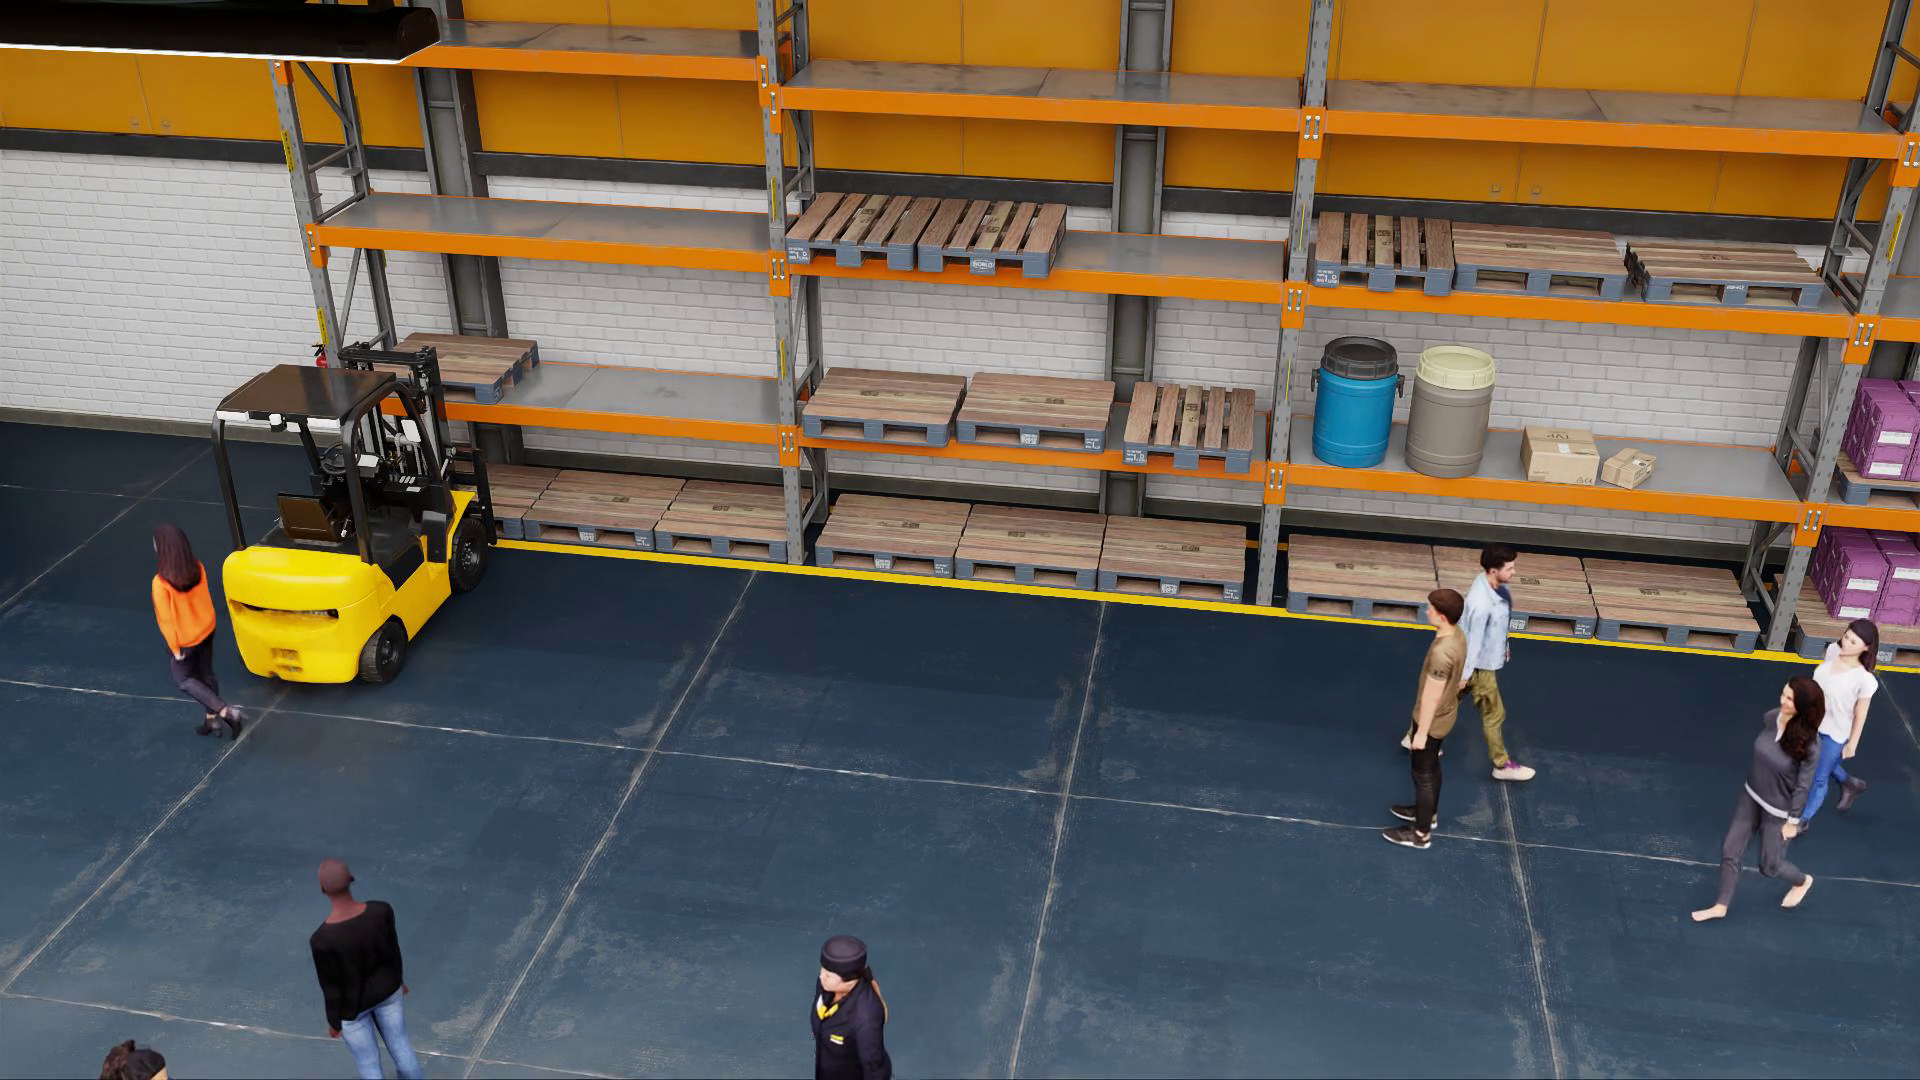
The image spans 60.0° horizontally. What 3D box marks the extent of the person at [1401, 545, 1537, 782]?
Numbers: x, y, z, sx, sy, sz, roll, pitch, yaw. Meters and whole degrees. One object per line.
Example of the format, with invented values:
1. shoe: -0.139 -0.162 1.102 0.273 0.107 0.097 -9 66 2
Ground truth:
1. person: 3.455 0.820 11.415 1.222 1.768 0.845 11 31 19

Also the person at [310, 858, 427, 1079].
1. person: -3.061 2.372 8.593 0.715 1.746 0.688 25 37 37

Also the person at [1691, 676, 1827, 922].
1. person: 4.958 1.586 10.034 1.105 1.745 0.925 -9 30 -16

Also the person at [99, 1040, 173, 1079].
1. person: -3.661 2.937 7.682 0.609 1.627 0.652 0 29 -1

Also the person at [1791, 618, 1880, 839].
1. person: 5.703 1.224 10.776 0.967 1.671 0.751 -2 29 -3

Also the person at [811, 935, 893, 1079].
1. person: -0.456 2.622 8.245 1.201 1.639 1.082 -13 31 -22

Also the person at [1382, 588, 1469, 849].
1. person: 3.068 1.141 10.742 0.641 1.849 0.712 11 31 19

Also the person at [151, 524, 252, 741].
1. person: -5.326 0.687 11.692 0.833 1.737 0.680 8 30 15
